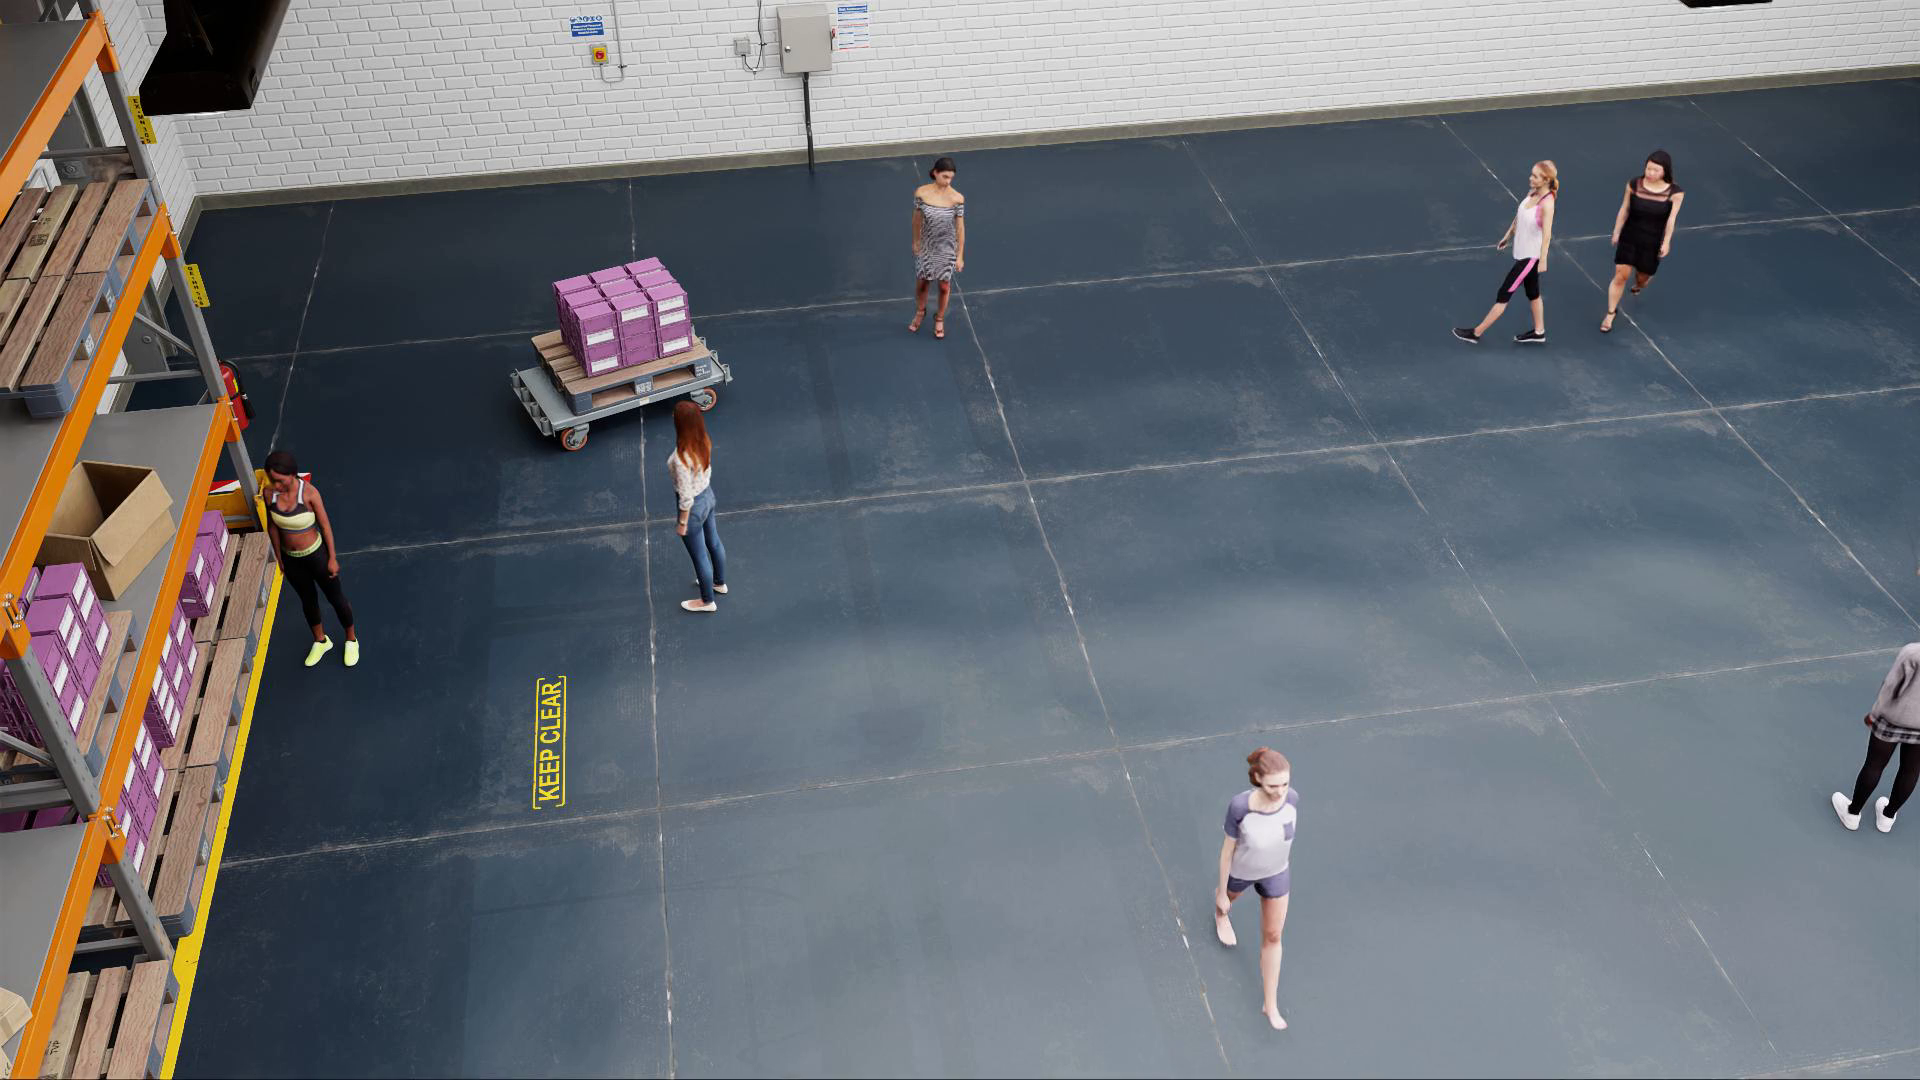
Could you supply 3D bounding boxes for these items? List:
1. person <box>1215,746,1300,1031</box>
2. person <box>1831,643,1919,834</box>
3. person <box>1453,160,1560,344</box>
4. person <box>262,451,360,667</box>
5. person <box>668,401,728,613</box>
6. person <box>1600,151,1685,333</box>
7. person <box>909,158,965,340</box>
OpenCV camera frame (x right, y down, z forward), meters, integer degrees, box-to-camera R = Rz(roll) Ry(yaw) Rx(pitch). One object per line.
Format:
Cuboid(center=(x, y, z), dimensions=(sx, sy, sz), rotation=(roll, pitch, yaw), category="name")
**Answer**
Cuboid(center=(1.586, 1.752, 9.121), dimensions=(0.601, 1.716, 1.125), rotation=(-5, 39, -6), category="person")
Cuboid(center=(5.687, 1.068, 9.930), dimensions=(0.682, 1.774, 0.657), rotation=(7, 39, 8), category="person")
Cuboid(center=(5.002, -2.443, 14.351), dimensions=(0.830, 1.744, 1.076), rotation=(2, 39, 2), category="person")
Cuboid(center=(-4.368, 0.105, 11.150), dimensions=(0.596, 1.757, 0.569), rotation=(1, 39, 1), category="person")
Cuboid(center=(-1.832, -0.242, 11.606), dimensions=(0.711, 1.729, 0.594), rotation=(11, 40, 14), category="person")
Cuboid(center=(6.008, -2.639, 14.631), dimensions=(0.934, 1.700, 1.007), rotation=(21, 43, 24), category="person")
Cuboid(center=(-0.213, -2.535, 14.427), dimensions=(0.766, 1.793, 0.754), rotation=(14, 41, 17), category="person")
